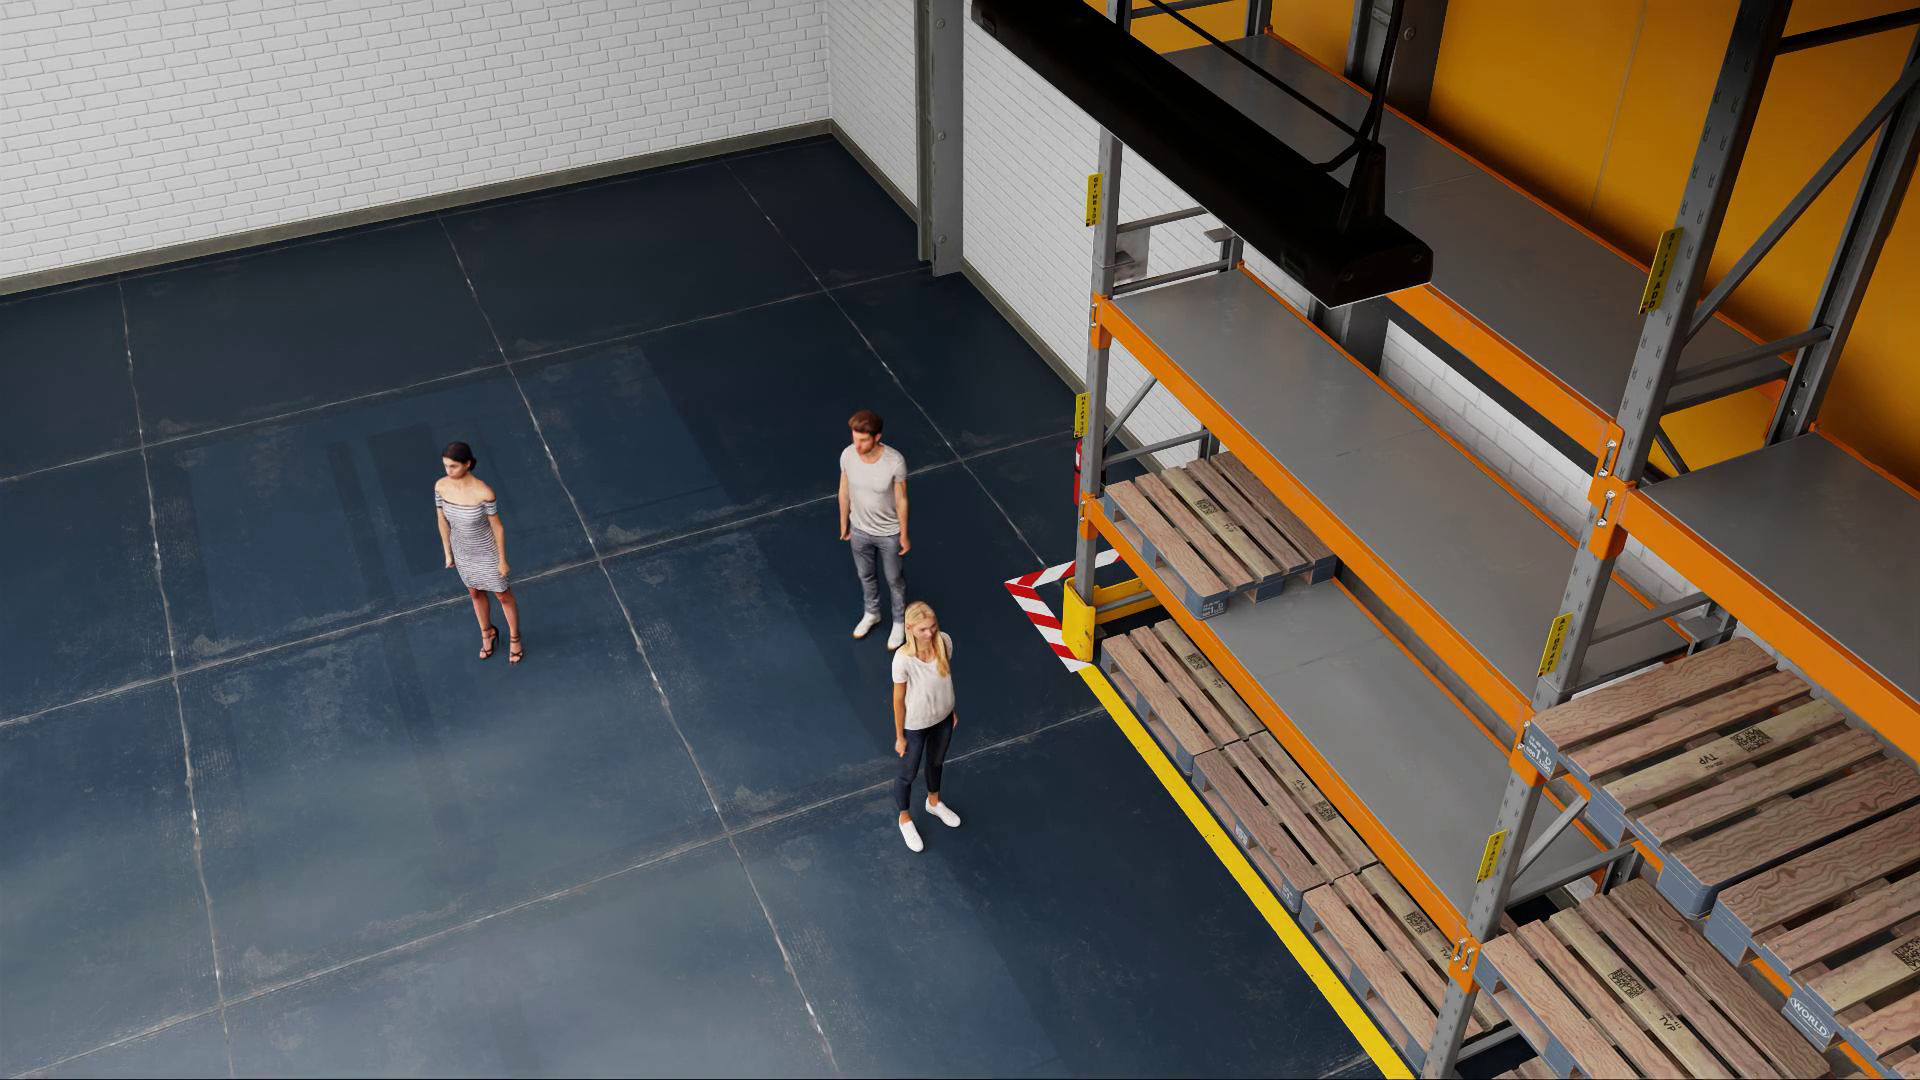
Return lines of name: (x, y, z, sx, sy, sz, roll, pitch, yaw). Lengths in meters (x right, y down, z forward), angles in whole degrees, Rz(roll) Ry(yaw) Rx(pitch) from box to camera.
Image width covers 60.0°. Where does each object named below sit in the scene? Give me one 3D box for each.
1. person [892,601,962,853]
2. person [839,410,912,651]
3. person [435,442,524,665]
person: (-0.220, 1.072, 9.873, 0.655, 1.809, 0.587, -28, 46, -30)
person: (-0.558, -0.101, 11.280, 0.754, 1.886, 0.812, 12, 40, 15)
person: (-3.194, 0.094, 11.087, 0.683, 1.822, 0.717, 8, 39, 10)
